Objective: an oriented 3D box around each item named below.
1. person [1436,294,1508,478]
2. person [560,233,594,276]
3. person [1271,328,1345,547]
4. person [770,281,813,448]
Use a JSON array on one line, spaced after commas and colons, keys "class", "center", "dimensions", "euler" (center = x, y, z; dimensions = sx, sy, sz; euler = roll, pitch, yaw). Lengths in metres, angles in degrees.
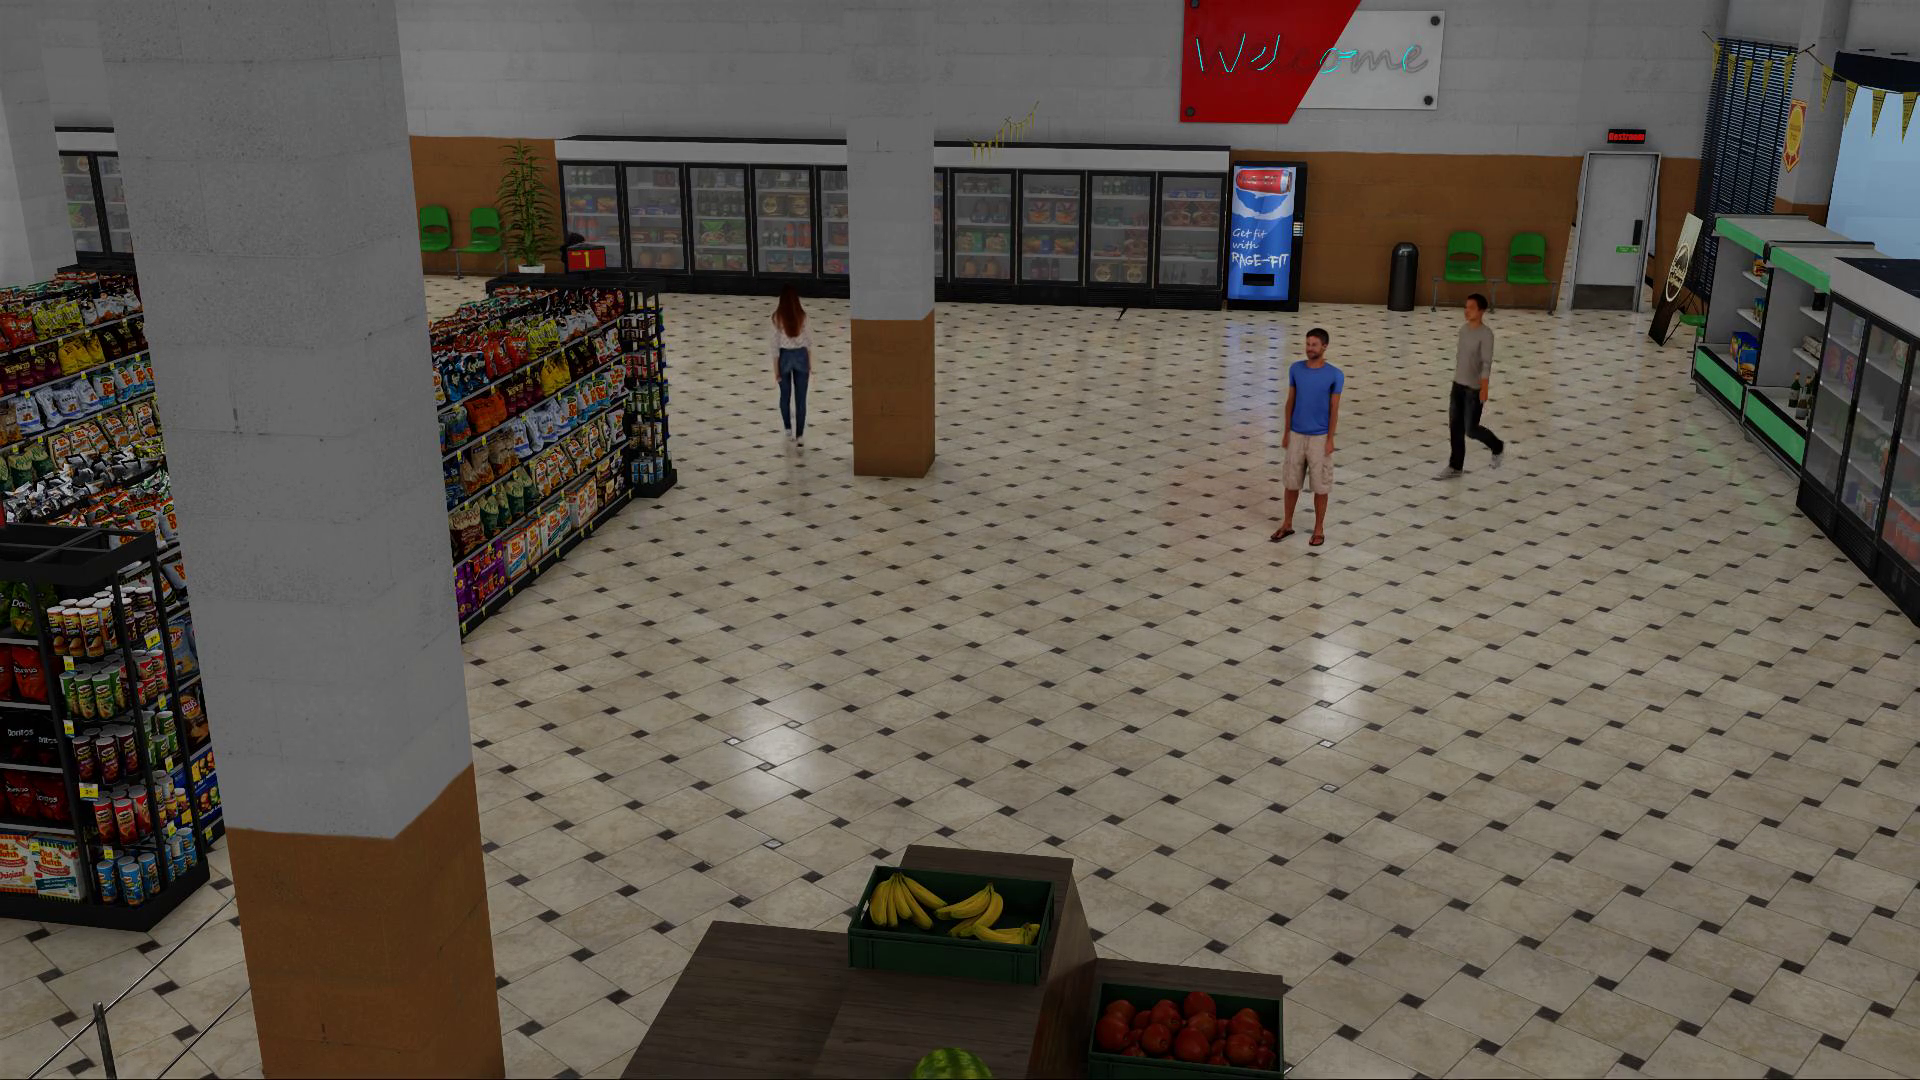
[{"class": "person", "center": [5.011, -1.480, 16.074], "dimensions": [0.989, 1.797, 1.013], "euler": [-6, 20, -18]}, {"class": "person", "center": [-4.778, -2.992, 20.751], "dimensions": [0.812, 1.674, 0.702], "euler": [-2, 19, -5]}, {"class": "person", "center": [3.005, -0.905, 14.264], "dimensions": [0.729, 1.863, 0.697], "euler": [11, 21, 29]}, {"class": "person", "center": [-1.705, -1.774, 17.106], "dimensions": [0.783, 1.693, 1.196], "euler": [-2, 19, -5]}]
